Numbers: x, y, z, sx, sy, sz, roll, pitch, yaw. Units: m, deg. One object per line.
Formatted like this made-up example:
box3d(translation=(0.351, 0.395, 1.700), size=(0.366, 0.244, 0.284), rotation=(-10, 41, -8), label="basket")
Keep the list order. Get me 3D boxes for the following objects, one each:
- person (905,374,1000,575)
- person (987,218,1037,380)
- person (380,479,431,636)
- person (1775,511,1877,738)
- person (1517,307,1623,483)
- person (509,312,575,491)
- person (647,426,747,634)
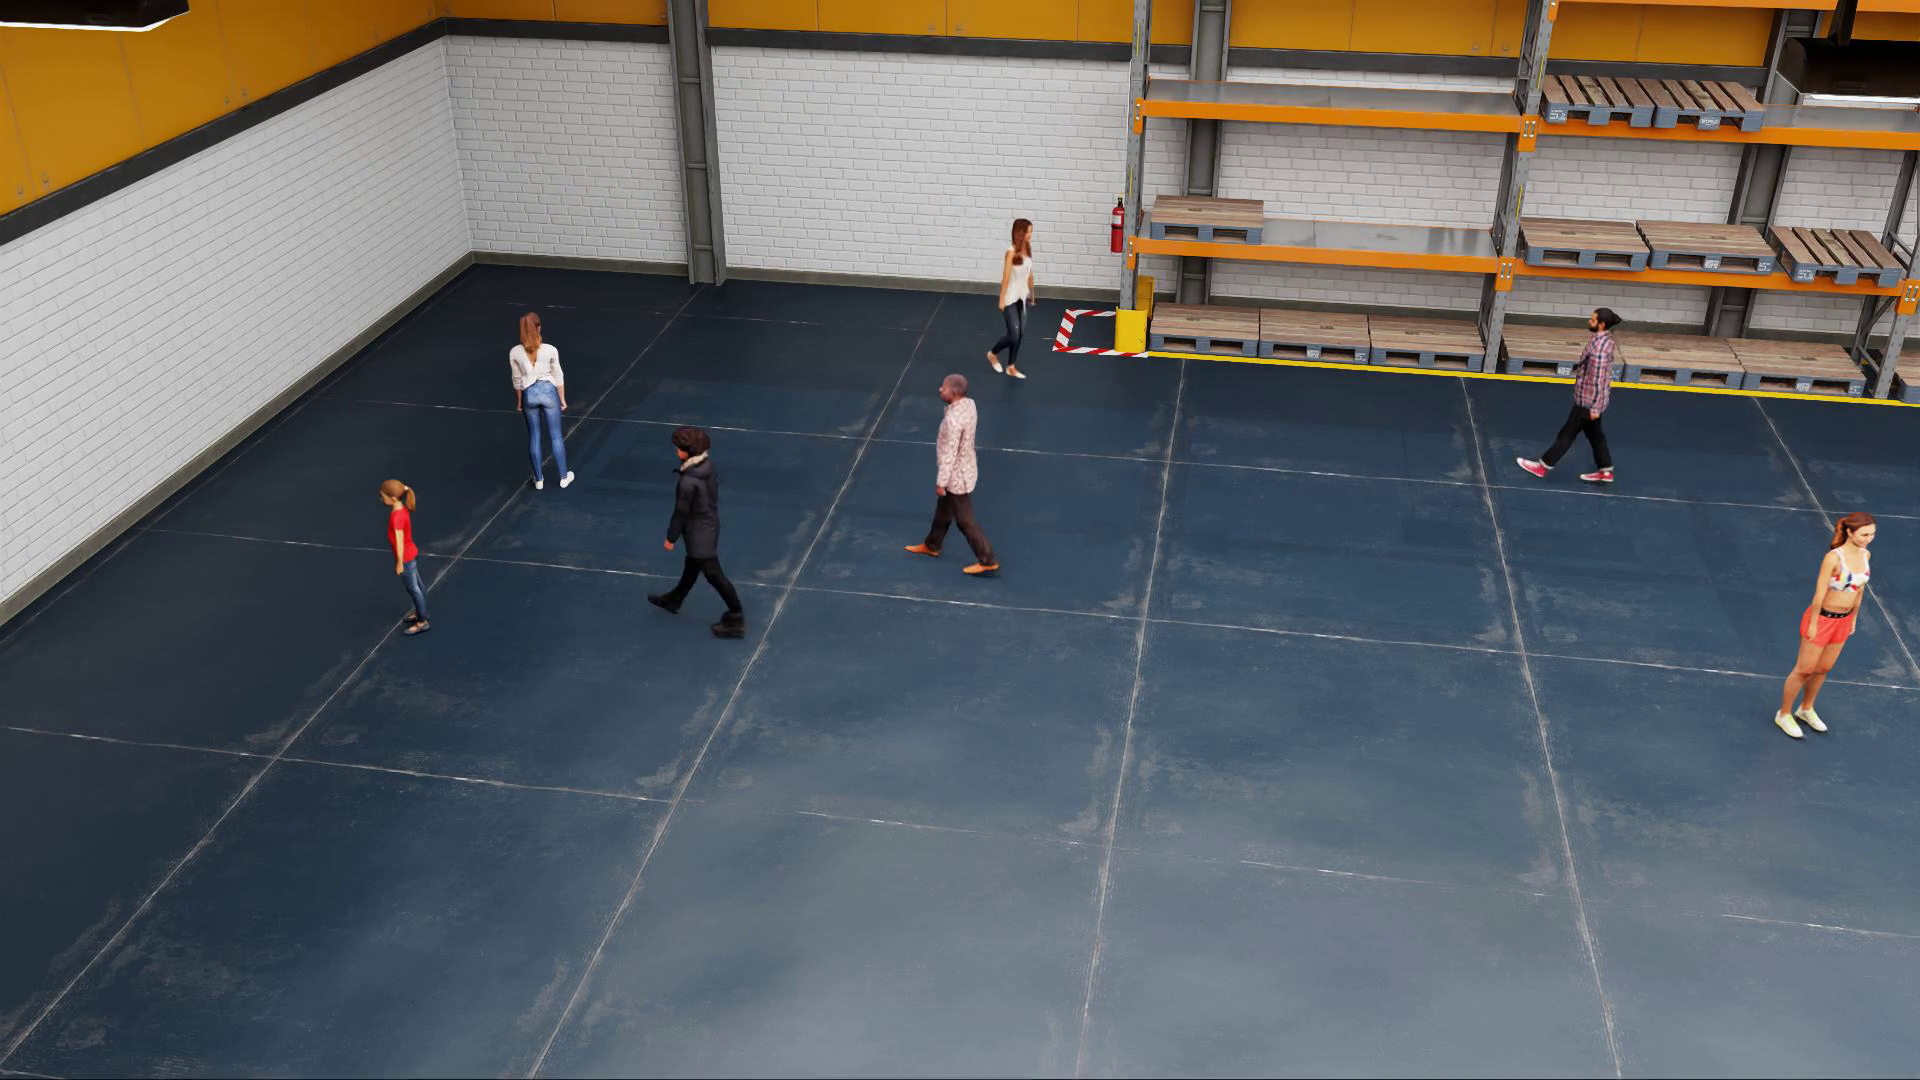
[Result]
box3d(translation=(0.054, -0.520, 13.924), size=(1.096, 1.768, 0.729), rotation=(6, 29, 11), label="person")
box3d(translation=(0.506, -2.571, 17.685), size=(0.844, 1.766, 0.775), rotation=(19, 34, 31), label="person")
box3d(translation=(-4.398, 0.112, 13.246), size=(0.584, 1.308, 0.545), rotation=(-9, 30, -17), label="person")
box3d(translation=(6.195, 0.583, 11.882), size=(0.610, 1.786, 0.710), rotation=(-10, 30, -17), label="person")
box3d(translation=(5.905, -1.294, 15.387), size=(1.187, 1.726, 0.887), rotation=(12, 31, 20), label="person")
box3d(translation=(-3.880, -1.289, 15.384), size=(0.567, 1.719, 0.732), rotation=(-4, 29, -7), label="person")
box3d(translation=(-1.958, -0.028, 13.067), size=(1.098, 1.725, 0.647), rotation=(6, 29, 10), label="person")
